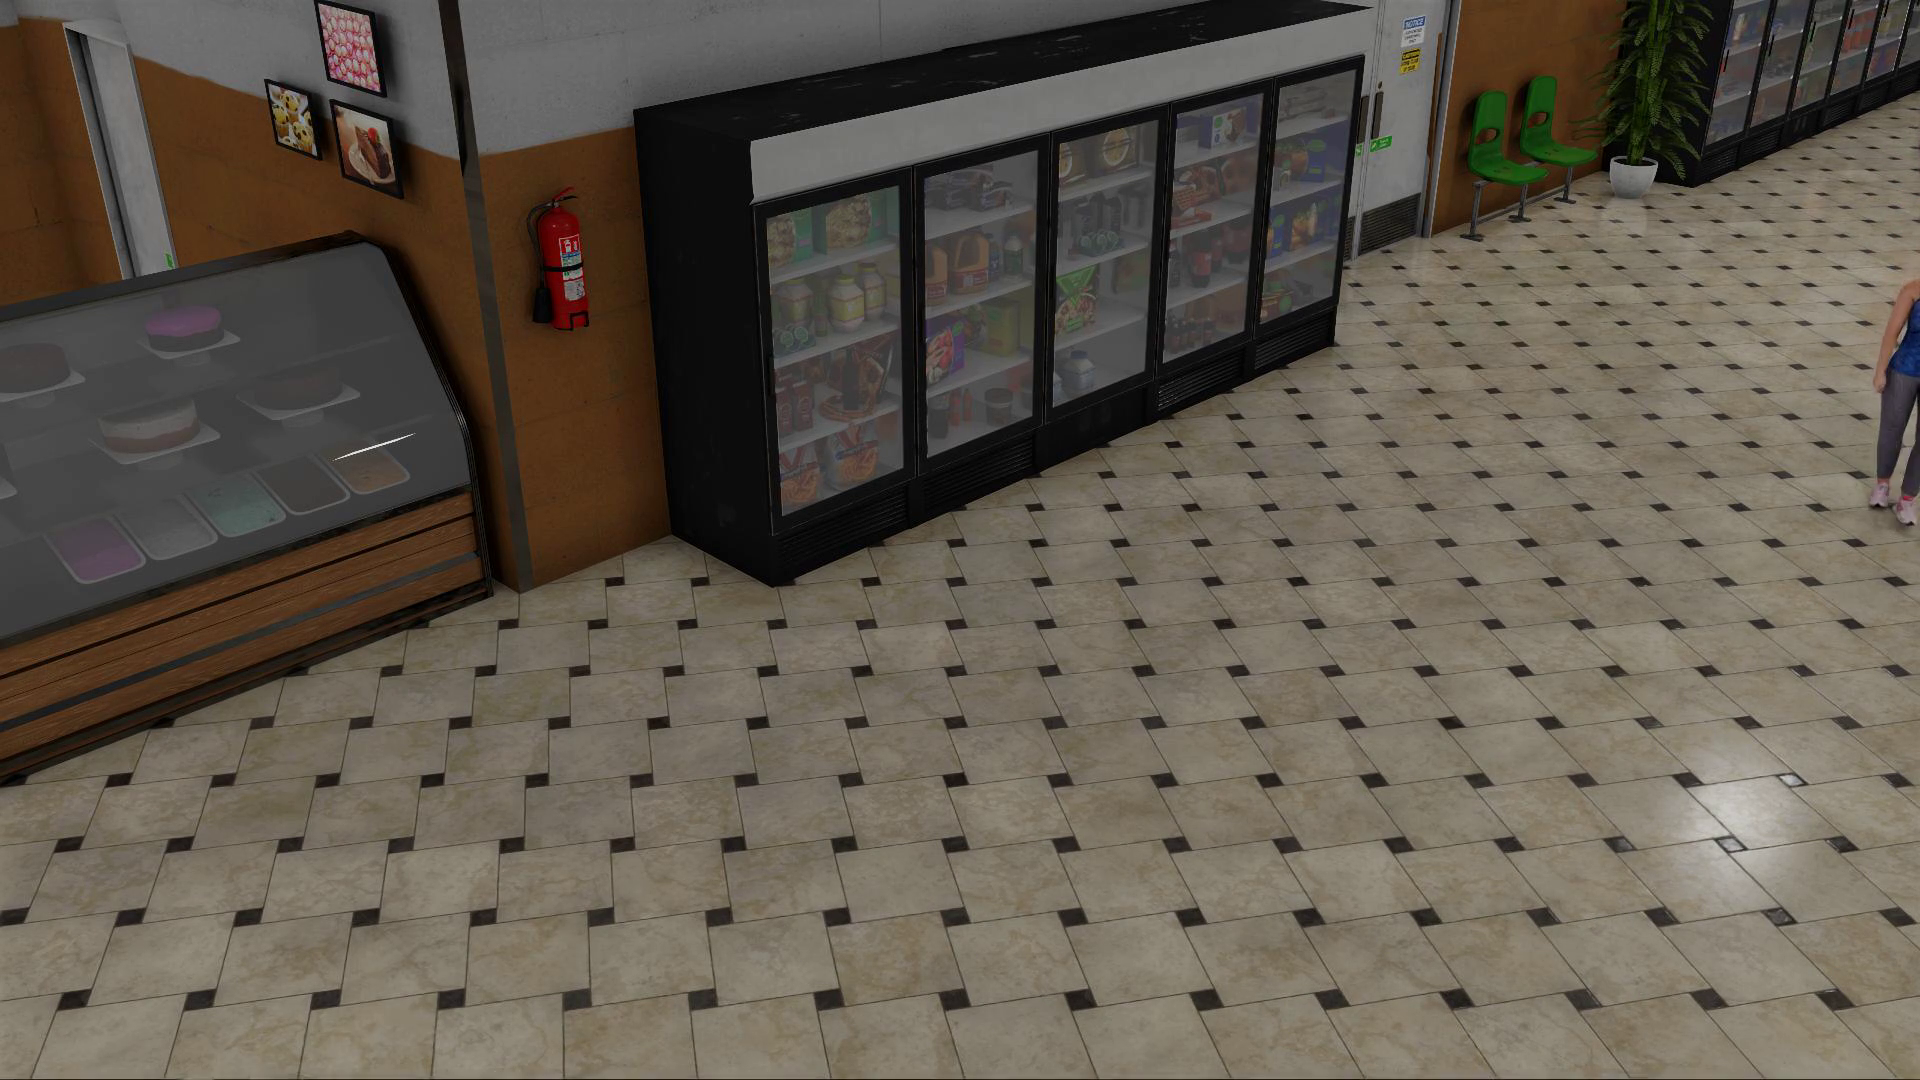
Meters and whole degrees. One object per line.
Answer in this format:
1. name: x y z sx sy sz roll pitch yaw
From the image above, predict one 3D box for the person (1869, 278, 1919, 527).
1. person: 5.235 -0.913 9.067 0.786 1.593 0.799 11 29 21
